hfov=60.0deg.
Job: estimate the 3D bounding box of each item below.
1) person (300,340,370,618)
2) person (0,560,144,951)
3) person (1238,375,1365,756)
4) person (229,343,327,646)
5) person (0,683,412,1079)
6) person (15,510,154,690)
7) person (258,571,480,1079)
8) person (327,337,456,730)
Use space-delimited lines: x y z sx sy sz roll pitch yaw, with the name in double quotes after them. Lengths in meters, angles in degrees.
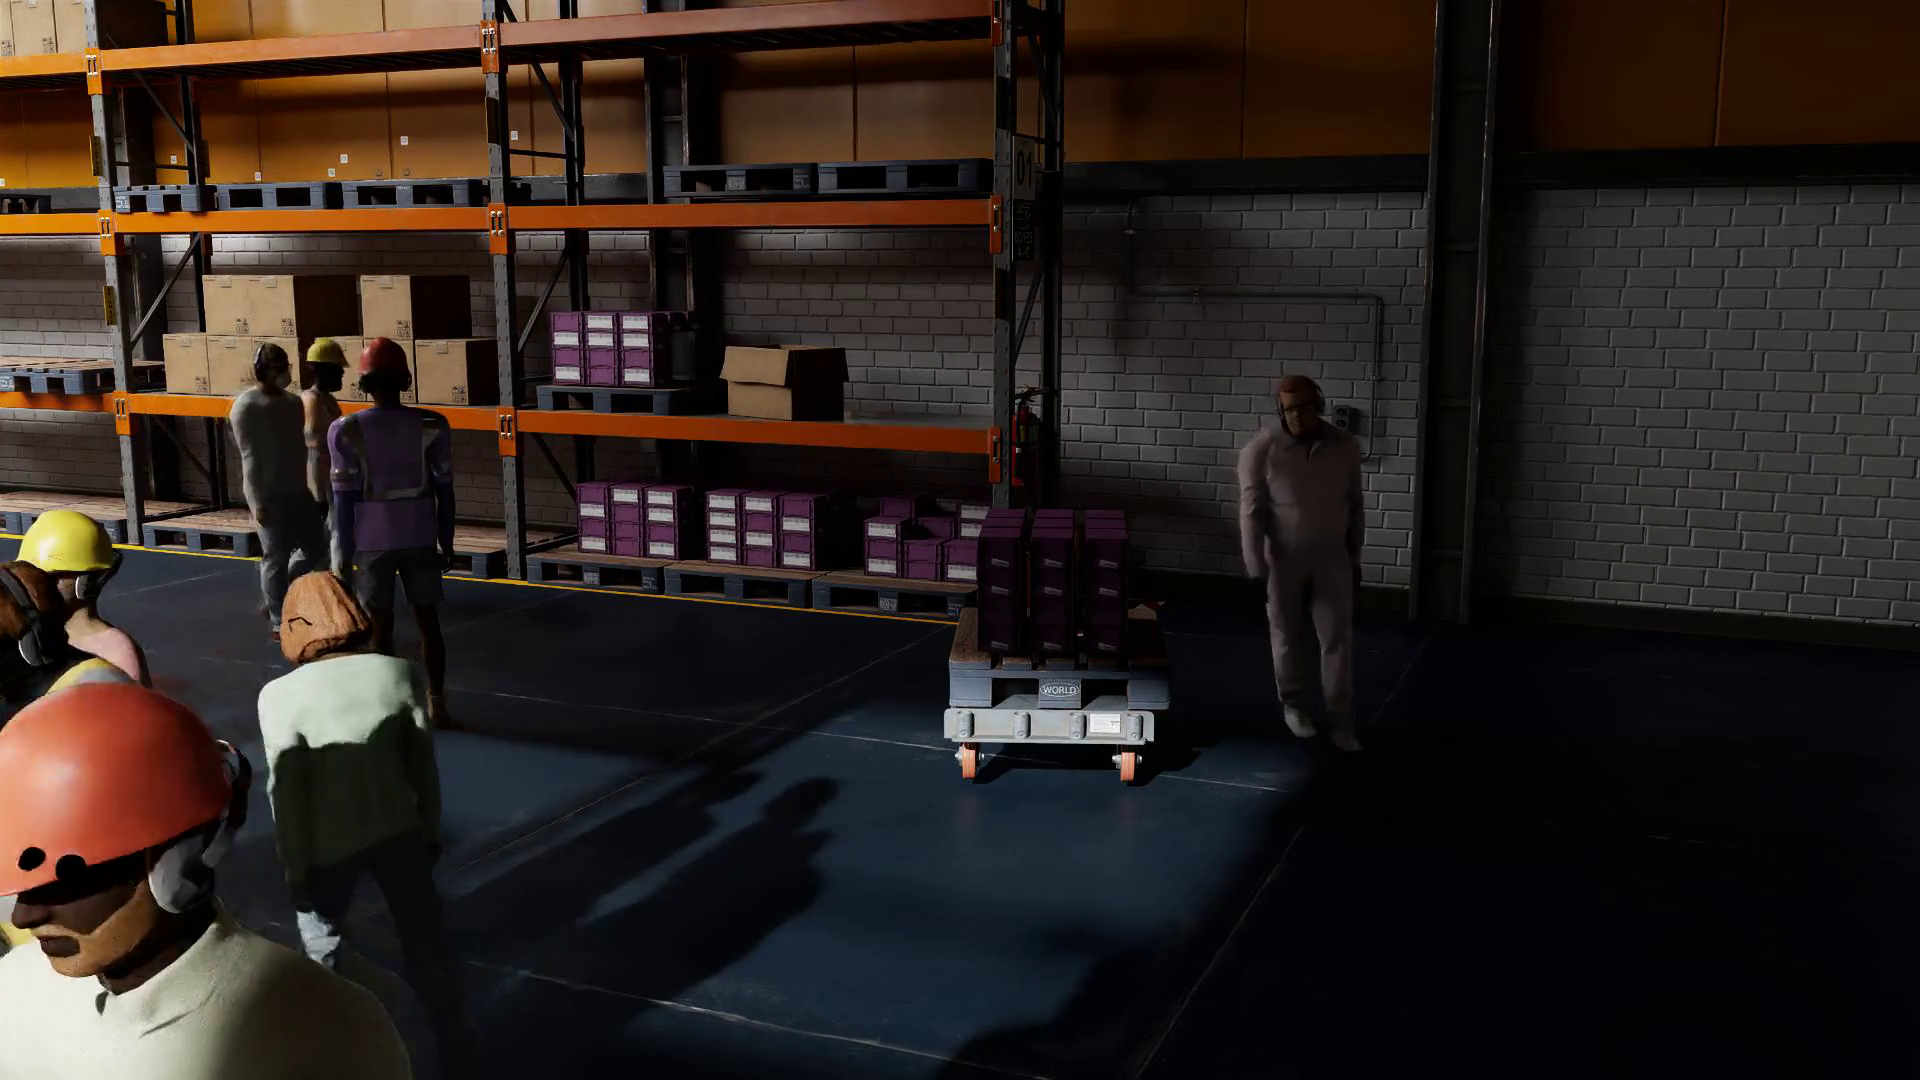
-4.301 -0.402 11.405 0.603 1.897 0.604 -2 10 -14 "person"
-1.945 0.922 3.724 0.643 1.787 0.729 8 12 40 "person"
1.719 0.131 8.210 0.664 1.863 0.873 -1 10 -4 "person"
-4.258 -0.271 10.427 0.417 1.924 0.631 3 10 17 "person"
-0.985 1.132 1.980 0.618 1.936 1.022 4 10 24 "person"
-2.373 0.793 4.538 0.525 1.772 0.309 6 11 31 "person"
-1.705 0.864 4.780 0.512 1.545 1.008 -9 13 -43 "person"
-2.892 -0.010 8.517 0.607 2.048 0.365 -5 11 -29 "person"
